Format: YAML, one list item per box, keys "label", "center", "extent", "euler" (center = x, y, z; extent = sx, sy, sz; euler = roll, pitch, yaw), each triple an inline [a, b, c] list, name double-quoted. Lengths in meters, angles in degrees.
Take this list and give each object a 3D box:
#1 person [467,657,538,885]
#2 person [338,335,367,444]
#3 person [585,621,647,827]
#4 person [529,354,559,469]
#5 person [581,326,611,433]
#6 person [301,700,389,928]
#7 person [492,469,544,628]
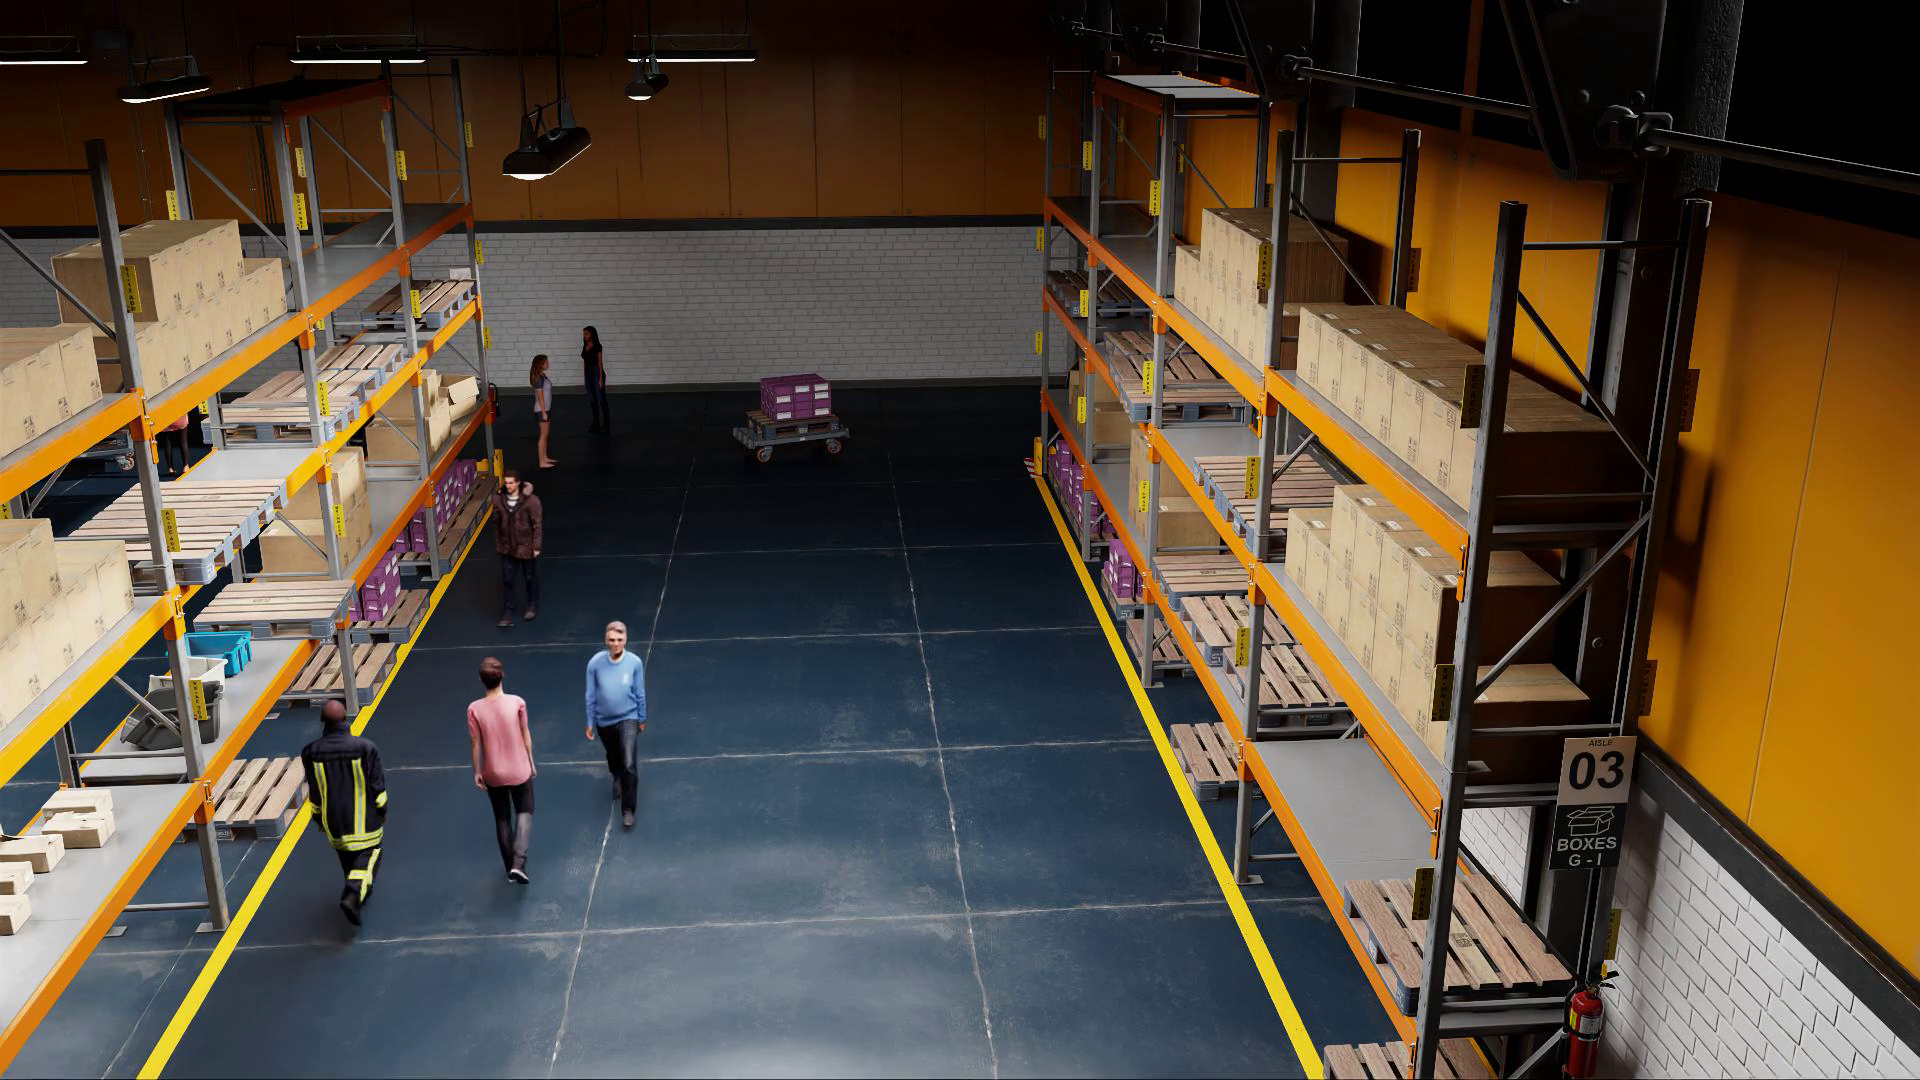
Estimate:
- label: "person"
  center: [-3.618, 1.899, 13.249]
  extent: [0.707, 1.947, 0.904]
  euler: [-4, 19, -12]
- label: "person"
  center: [-9.549, -2.393, 26.315]
  extent: [0.718, 1.742, 0.645]
  euler: [2, 19, 7]
- label: "person"
  center: [-3.011, 1.534, 14.591]
  extent: [0.658, 1.781, 1.139]
  euler: [-1, 19, -3]
- label: "person"
  center: [-6.295, -1.951, 25.023]
  extent: [0.660, 1.727, 0.488]
  euler: [-3, 19, -8]
- label: "person"
  center: [-5.927, -2.627, 27.022]
  extent: [0.658, 1.733, 0.703]
  euler: [11, 22, 30]
- label: "person"
  center: [-4.727, 2.103, 12.864]
  extent: [0.742, 1.805, 1.059]
  euler: [-1, 19, -4]
- label: "person"
  center: [-4.988, 0.047, 18.950]
  extent: [0.887, 1.816, 1.071]
  euler: [2, 19, 6]
